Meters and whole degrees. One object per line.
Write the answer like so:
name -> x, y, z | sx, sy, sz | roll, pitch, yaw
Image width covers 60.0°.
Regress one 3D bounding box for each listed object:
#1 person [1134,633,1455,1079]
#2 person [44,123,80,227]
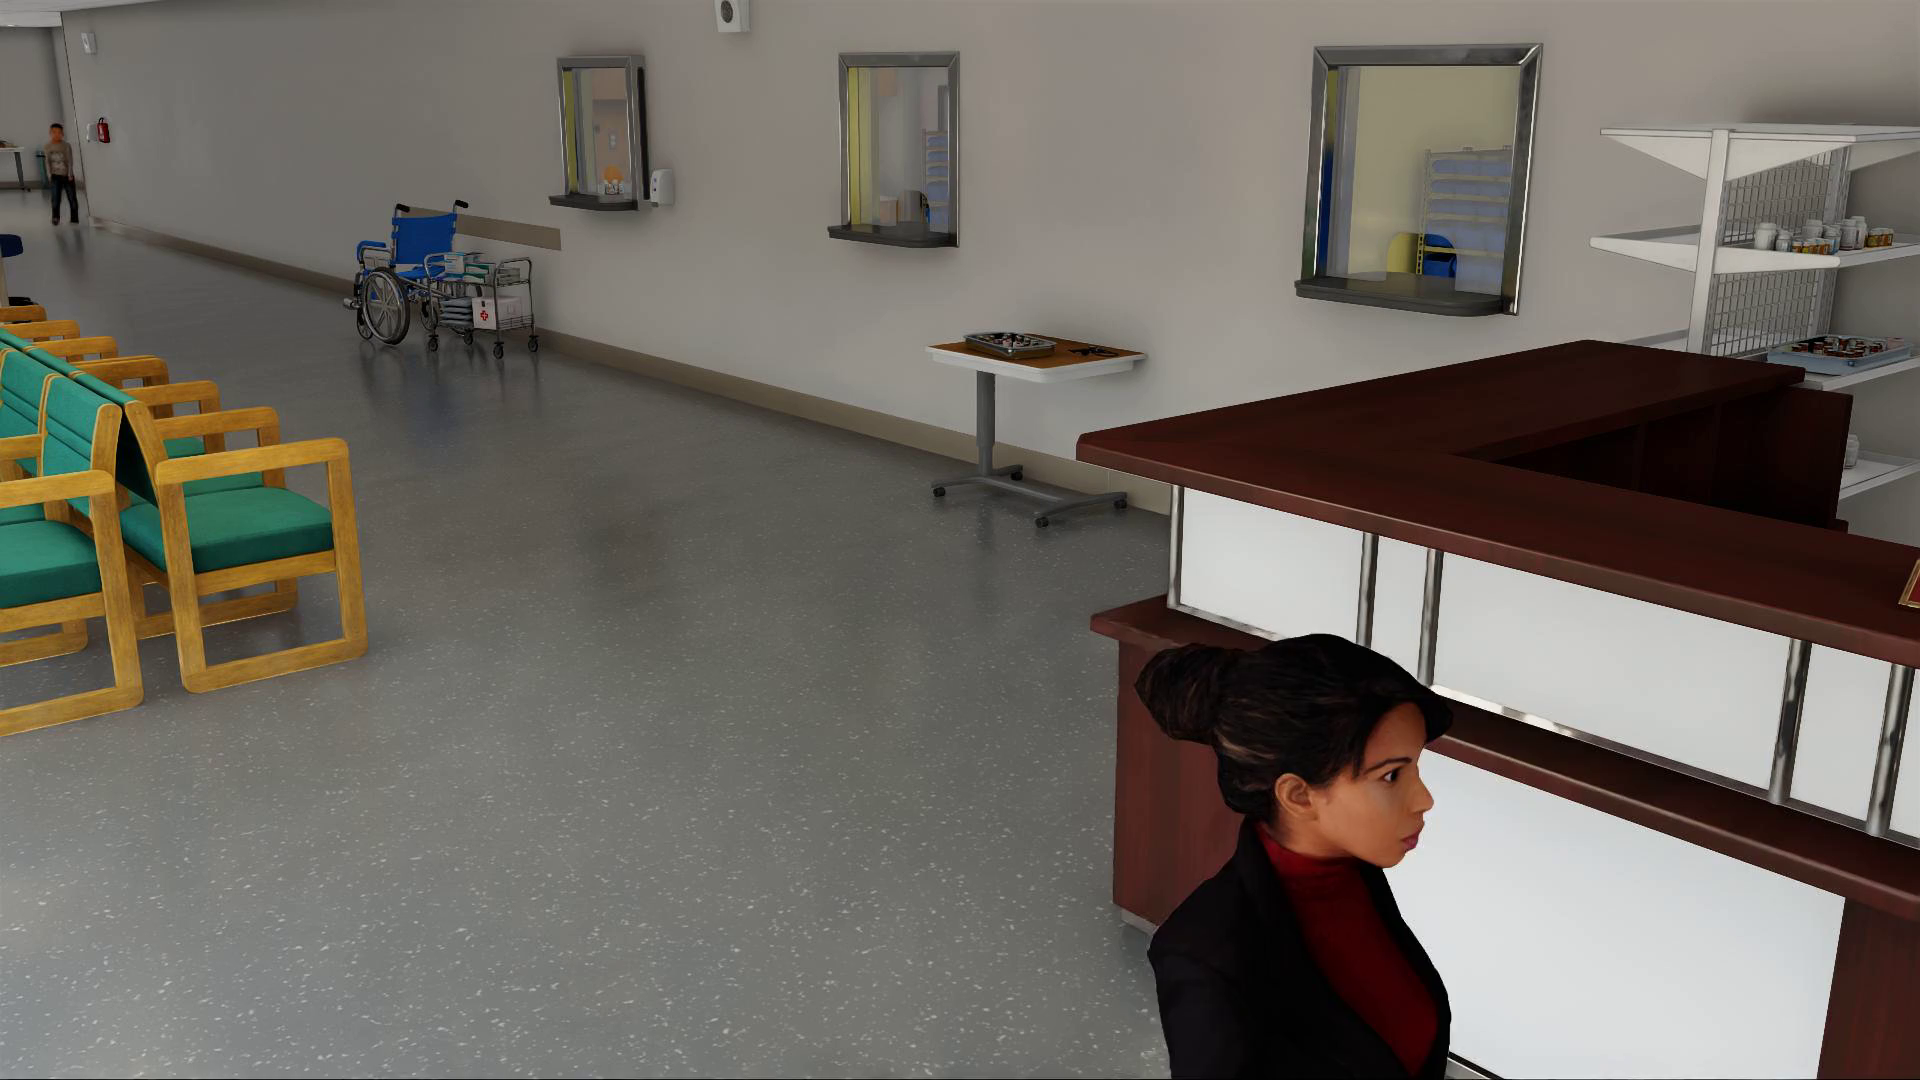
person -> 0.282, 0.888, 1.928 | 0.779, 1.598, 1.003 | 12, 20, 37
person -> -12.924, -5.254, 24.016 | 0.933, 1.435, 0.843 | -4, 16, -13
